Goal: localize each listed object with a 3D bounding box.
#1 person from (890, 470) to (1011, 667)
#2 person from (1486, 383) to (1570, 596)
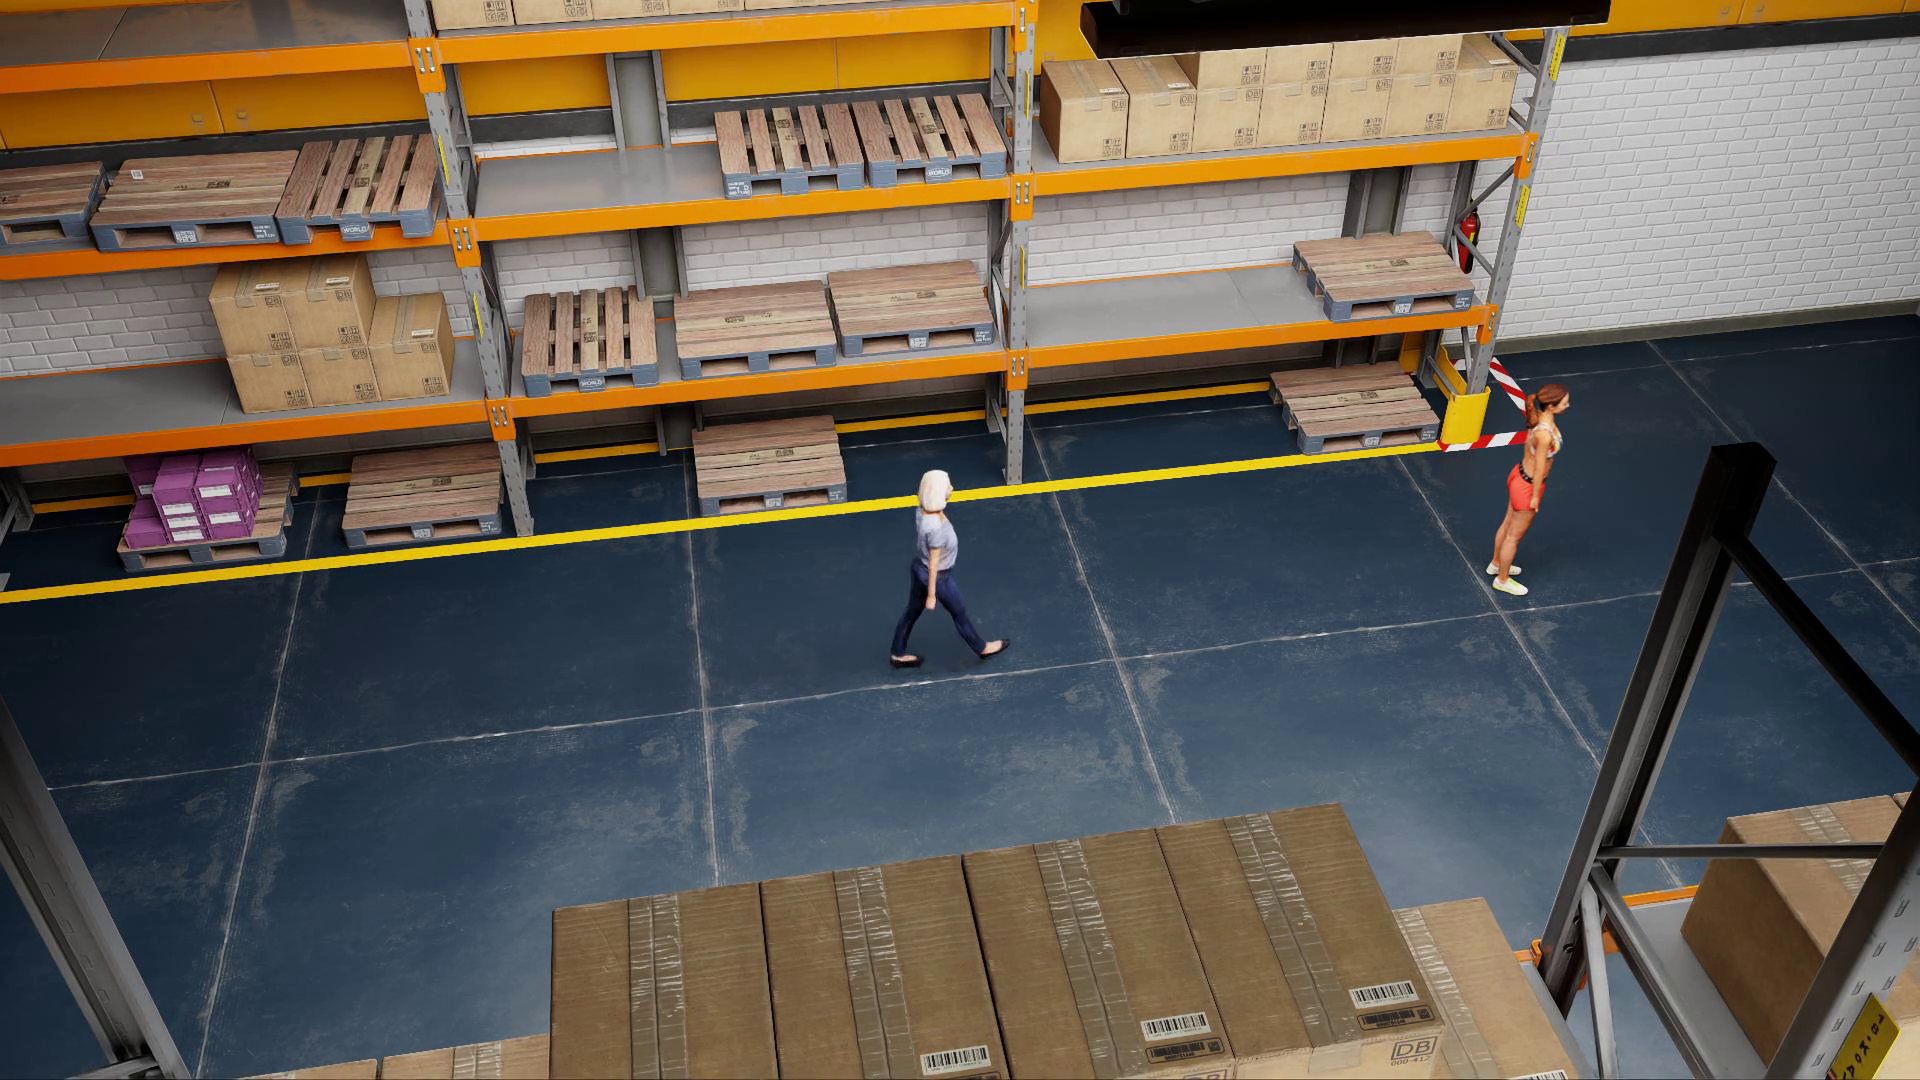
[{"bbox_3d":[-0.280,0.261,11.610,1.098,1.677,0.665,-9,39,-11],"label":"person"},{"bbox_3d":[4.206,-0.400,12.347,0.646,1.791,0.636,6,39,7],"label":"person"}]
